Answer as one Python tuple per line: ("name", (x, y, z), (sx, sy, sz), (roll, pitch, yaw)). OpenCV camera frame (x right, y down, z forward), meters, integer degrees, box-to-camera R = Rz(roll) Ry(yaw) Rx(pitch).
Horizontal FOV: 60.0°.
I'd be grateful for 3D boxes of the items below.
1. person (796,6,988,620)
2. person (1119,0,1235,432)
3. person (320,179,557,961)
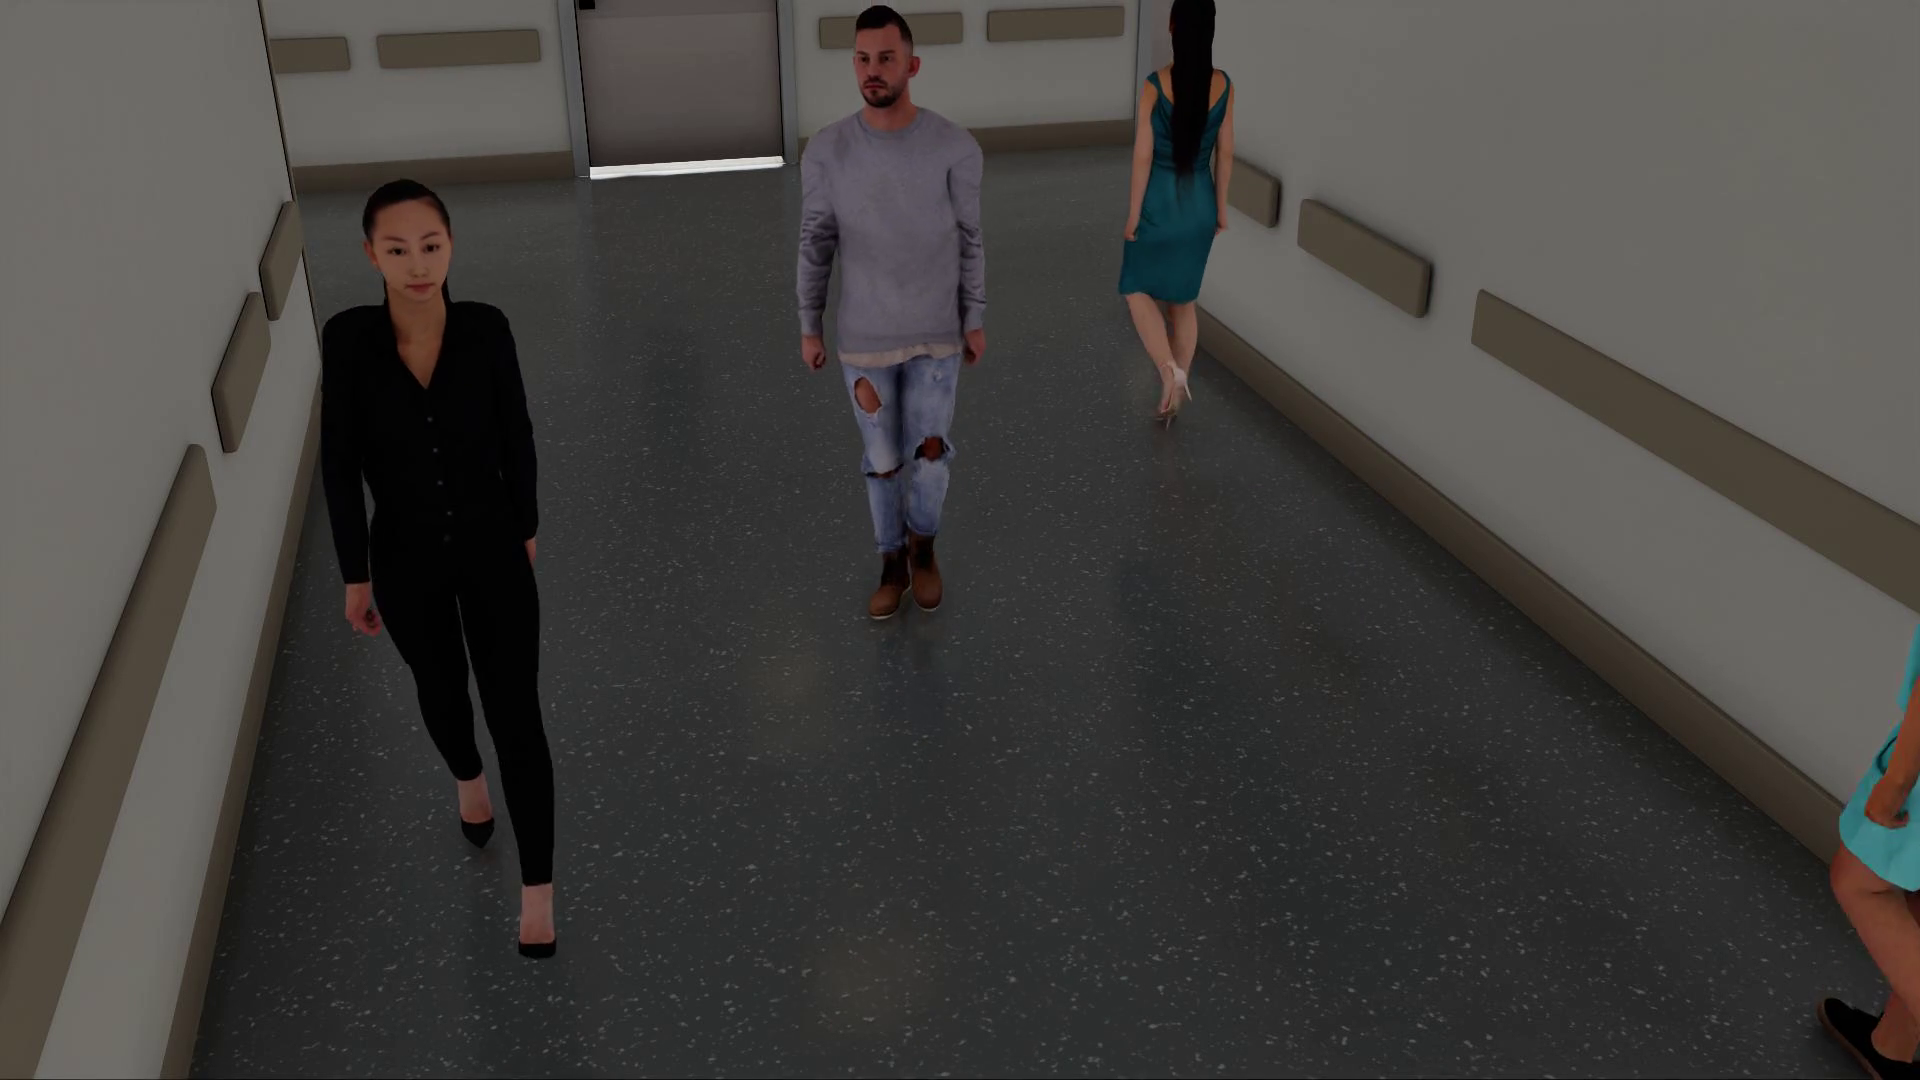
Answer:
("person", (-0.177, -0.653, 4.966), (0.701, 1.827, 0.853), (2, 26, 5))
("person", (0.833, -1.177, 6.229), (0.605, 1.673, 0.614), (-7, 27, -13))
("person", (-1.150, 0.050, 3.693), (0.966, 1.666, 0.683), (-8, 27, -17))
